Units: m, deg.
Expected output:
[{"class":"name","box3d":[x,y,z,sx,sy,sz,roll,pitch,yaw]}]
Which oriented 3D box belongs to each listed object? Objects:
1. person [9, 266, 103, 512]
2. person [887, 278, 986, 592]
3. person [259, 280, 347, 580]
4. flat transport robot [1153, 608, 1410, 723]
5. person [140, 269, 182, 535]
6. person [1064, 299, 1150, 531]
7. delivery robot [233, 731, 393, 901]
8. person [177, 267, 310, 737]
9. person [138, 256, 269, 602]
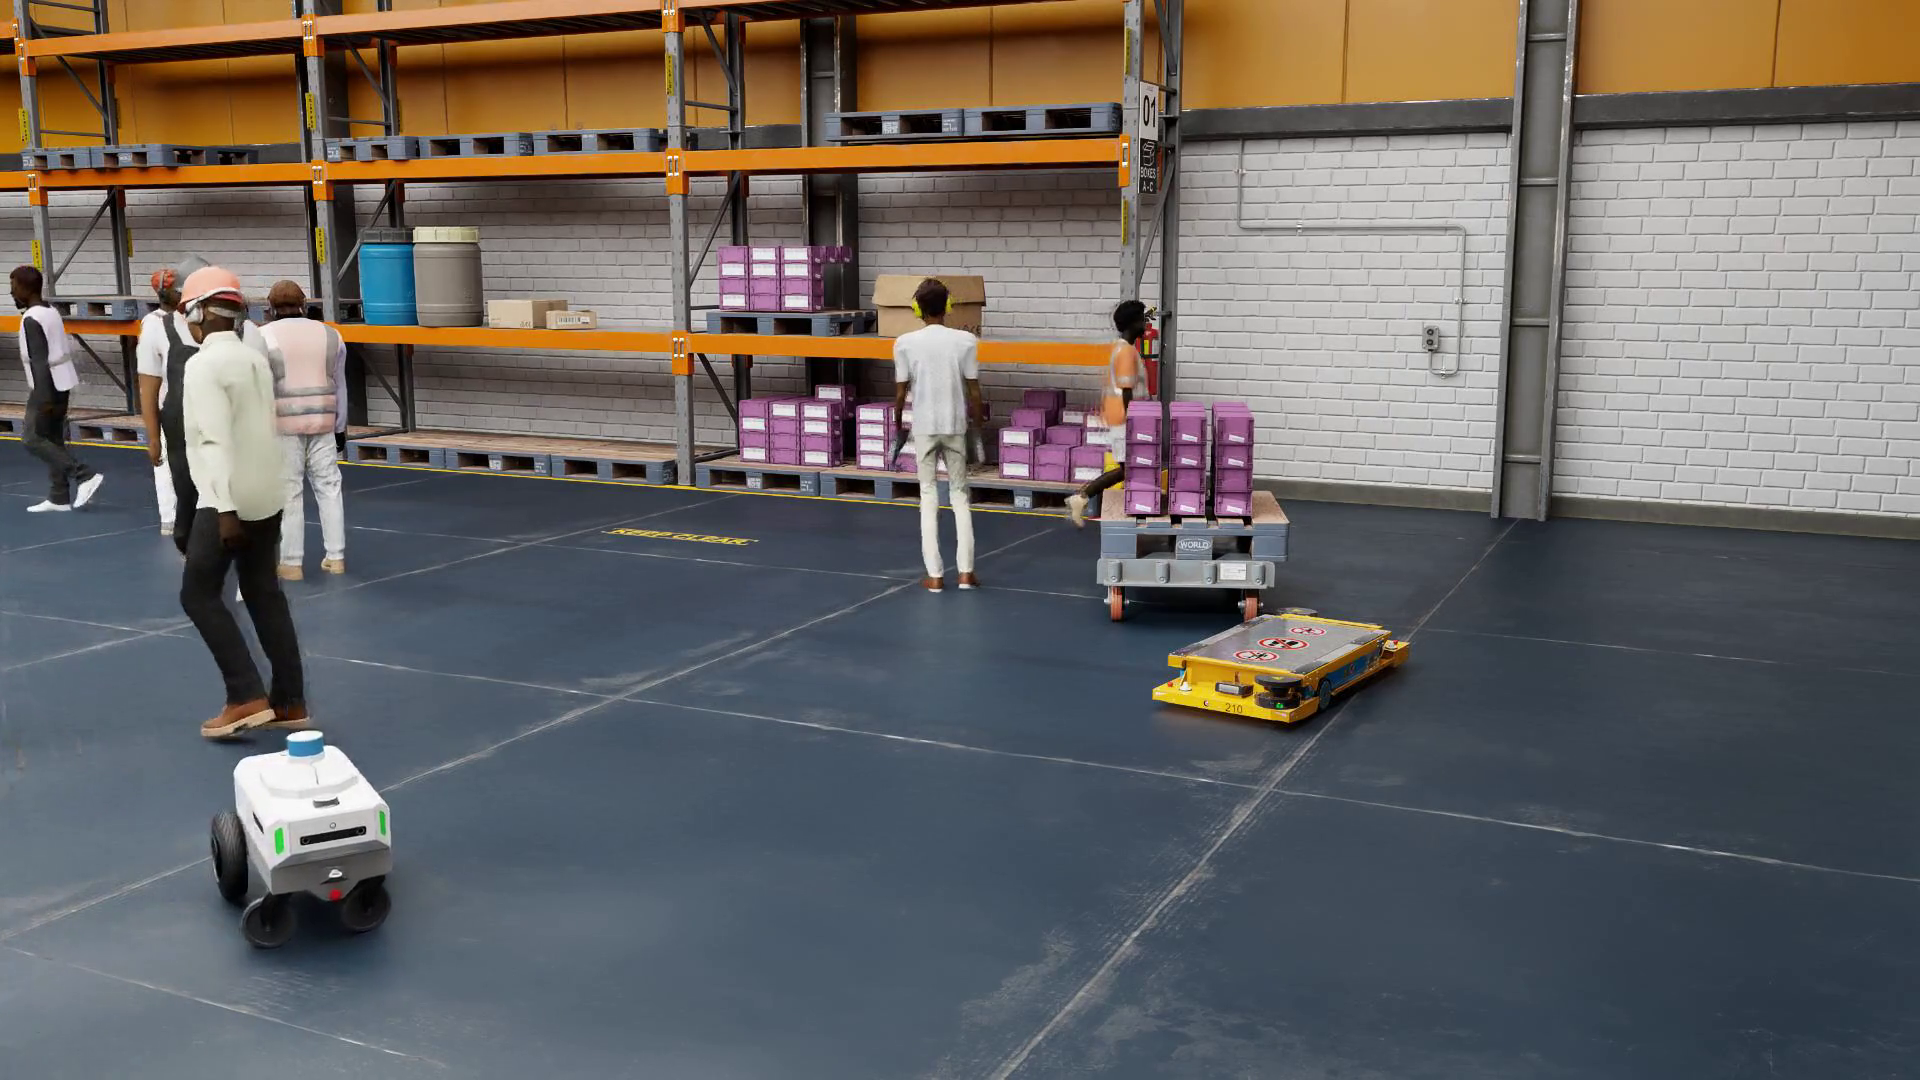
[{"class":"person","box3d":[-6.967,-1.144,12.770,0.491,1.903,0.602,-2,10,-14]},{"class":"person","box3d":[-0.134,-0.605,9.850,0.583,1.850,0.328,-1,10,-4]},{"class":"person","box3d":[-4.087,-0.675,10.256,0.624,1.840,0.430,-10,14,-44]},{"class":"flat transport robot","box3d":[1.519,0.554,7.701,0.652,0.197,1.431,7,12,34]},{"class":"person","box3d":[-5.605,-0.981,11.878,0.356,1.883,0.573,-1,10,-6]},{"class":"person","box3d":[1.108,-0.841,11.636,0.632,1.682,0.542,2,10,11]},{"class":"delivery robot","box3d":[-1.978,0.826,5.064,0.477,0.478,0.707,-6,12,-31]},{"class":"person","box3d":[-3.017,-0.158,6.977,0.544,1.948,0.633,1,10,5]},{"class":"person","box3d":[-4.409,-0.691,9.767,0.711,2.000,0.852,-5,11,-27]}]
